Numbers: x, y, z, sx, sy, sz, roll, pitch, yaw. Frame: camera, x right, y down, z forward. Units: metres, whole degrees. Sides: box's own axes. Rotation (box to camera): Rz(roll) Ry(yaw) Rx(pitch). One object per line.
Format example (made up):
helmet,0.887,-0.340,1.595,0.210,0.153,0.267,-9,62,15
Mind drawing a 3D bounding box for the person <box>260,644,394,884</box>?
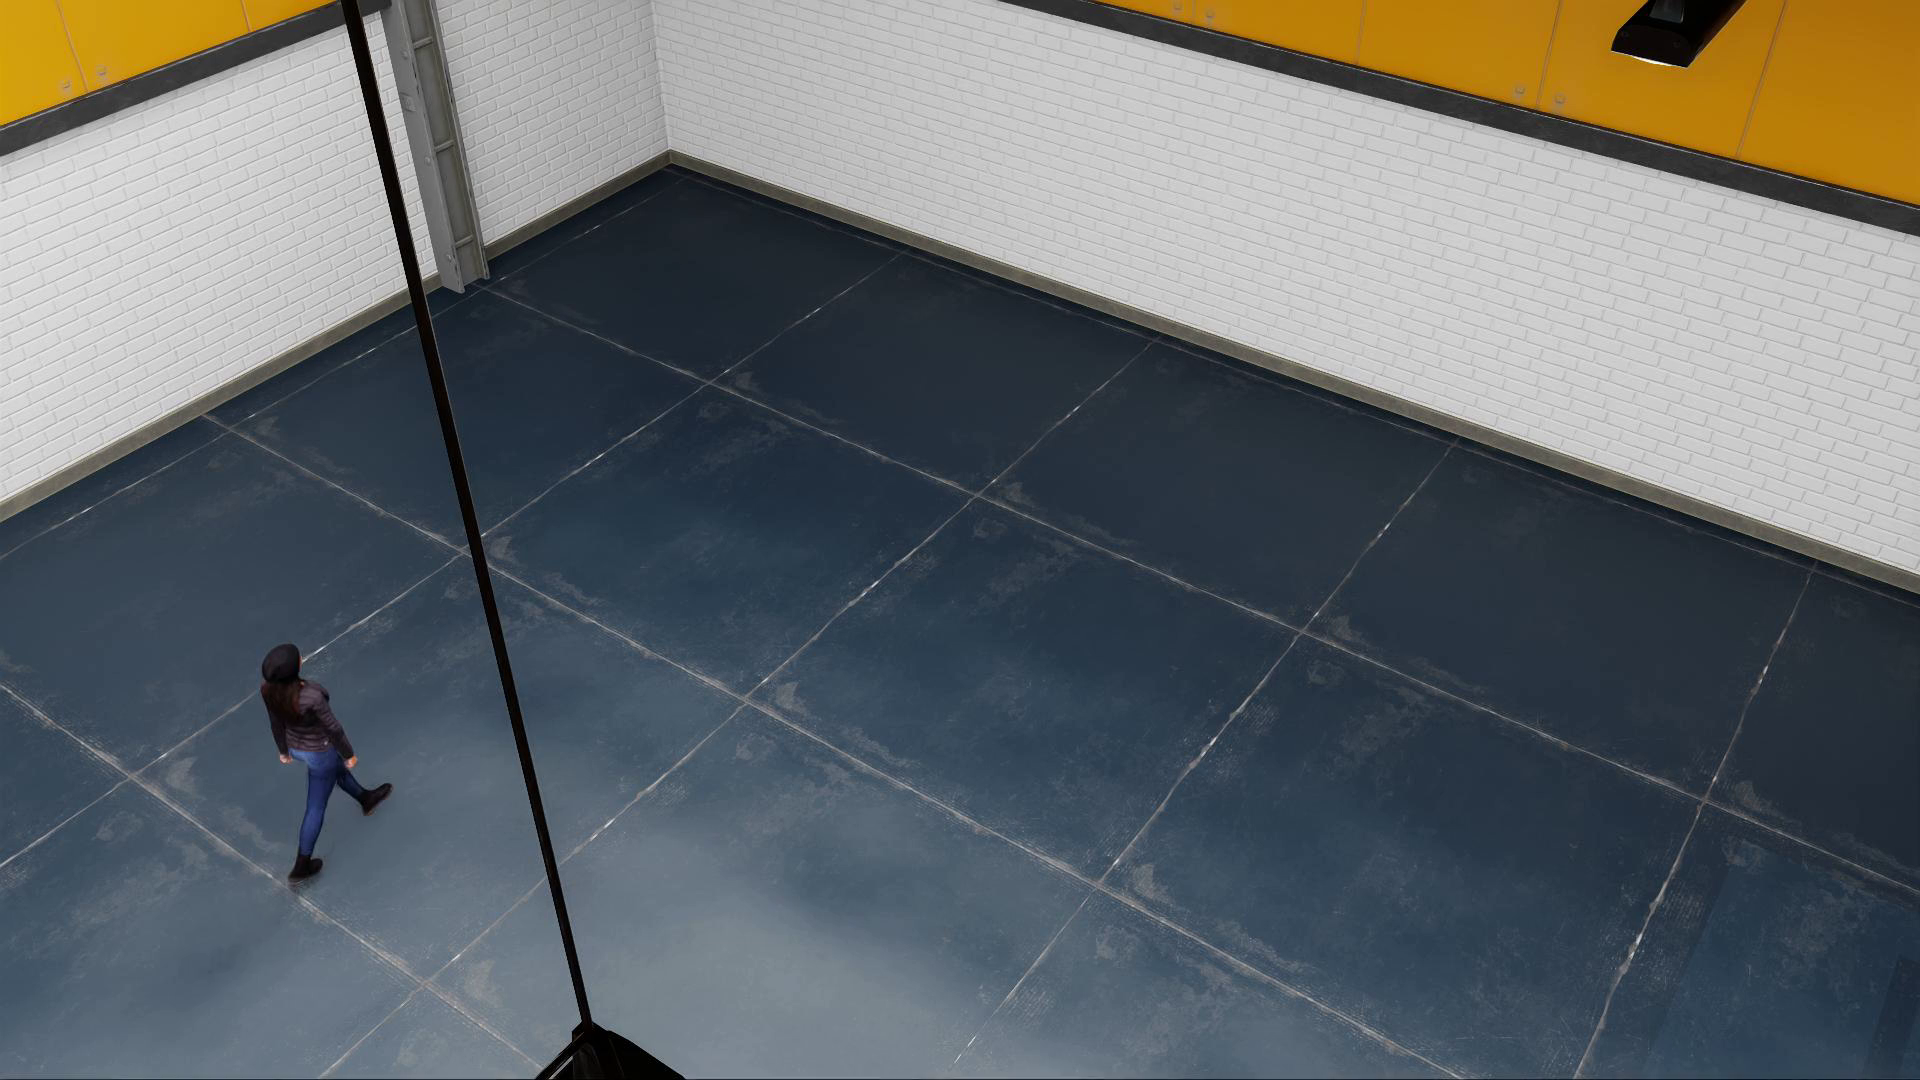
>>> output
person,-4.085,1.403,10.392,0.779,1.699,1.239,15,41,18
